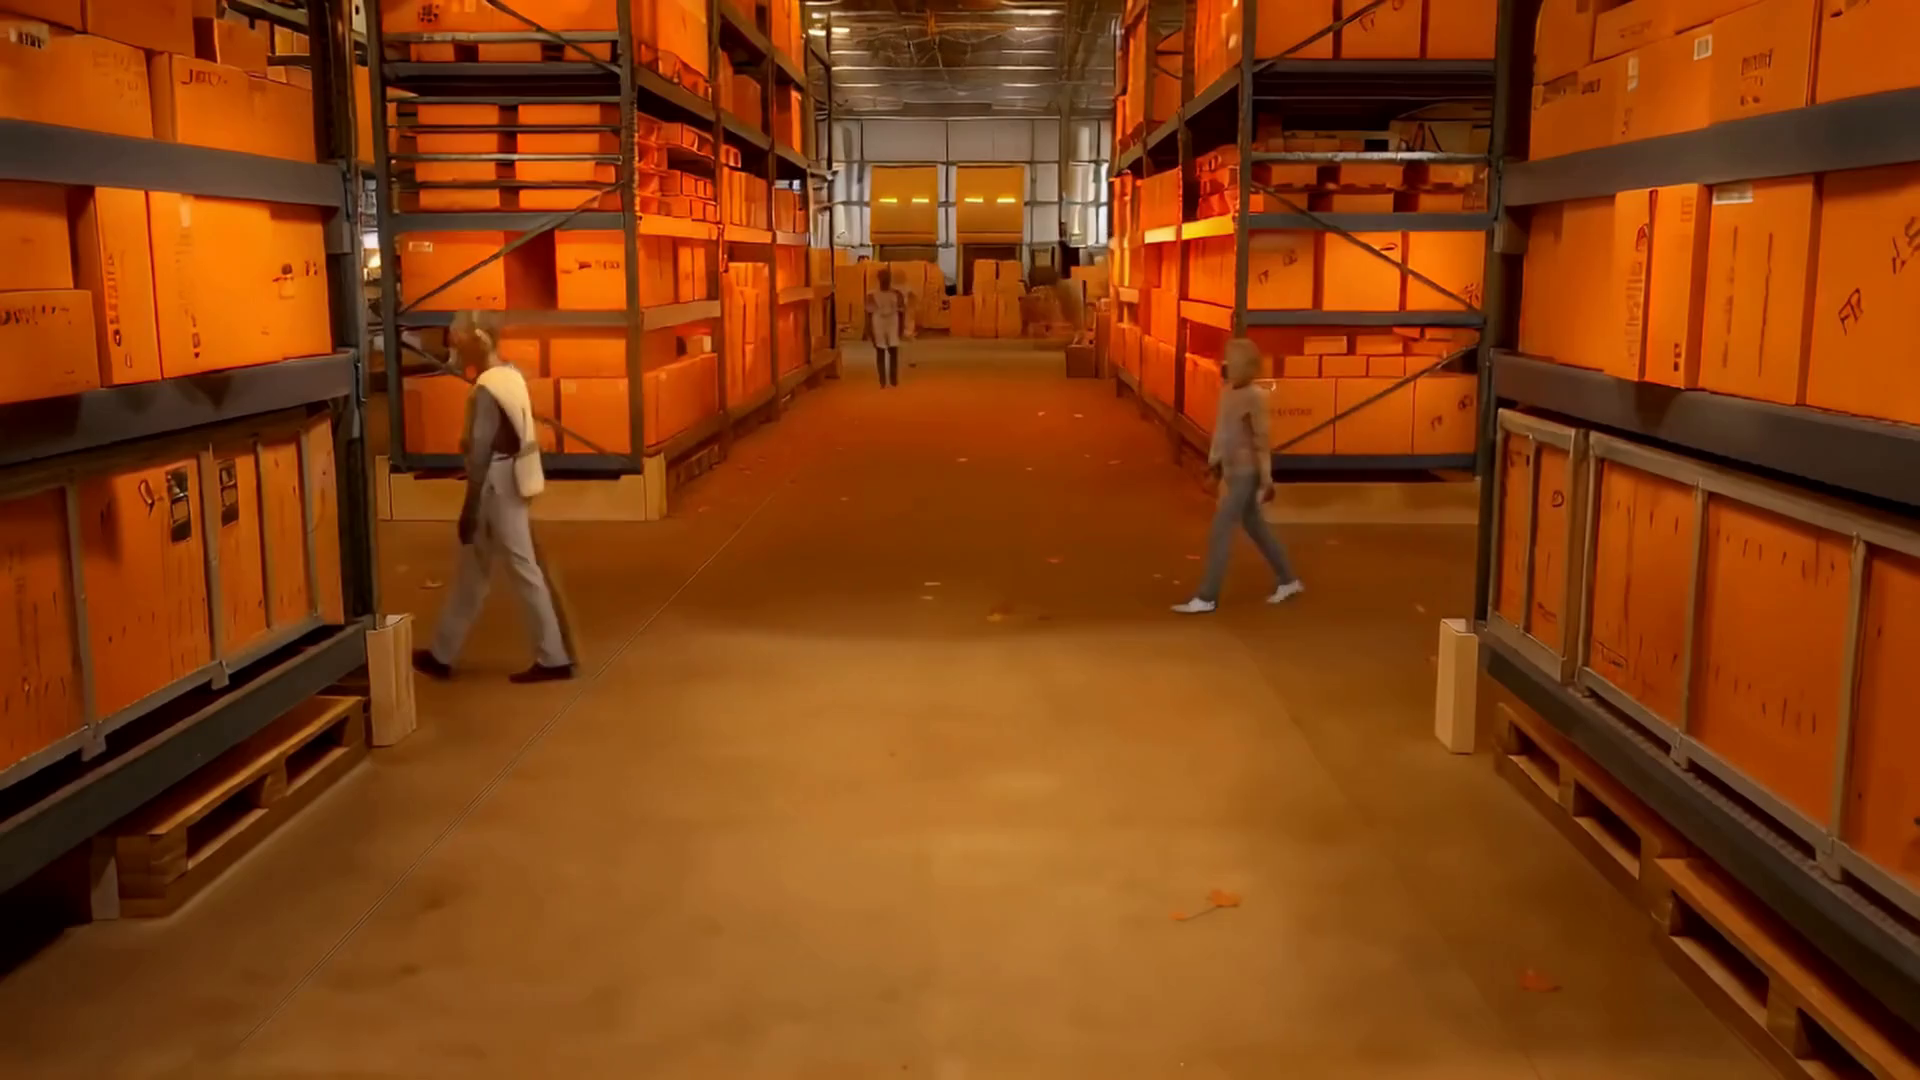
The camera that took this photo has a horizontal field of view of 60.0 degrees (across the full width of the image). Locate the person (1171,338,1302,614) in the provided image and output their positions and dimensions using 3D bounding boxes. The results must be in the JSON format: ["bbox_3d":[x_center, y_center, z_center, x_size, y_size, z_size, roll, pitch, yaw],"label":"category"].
[{"bbox_3d":[1.650,-0.379,9.667,0.846,1.593,0.513,-2,10,-14],"label":"person"}]

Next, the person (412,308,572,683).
[{"bbox_3d":[-2.291,-0.187,7.905,0.894,1.797,0.599,-2,10,-10],"label":"person"}]

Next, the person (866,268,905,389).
[{"bbox_3d":[-1.177,-3.370,26.577,0.635,1.932,0.829,-2,10,-9],"label":"person"}]

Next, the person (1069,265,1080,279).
[{"bbox_3d":[3.982,-8.331,56.280,0.635,1.938,0.361,6,11,31],"label":"person"}]

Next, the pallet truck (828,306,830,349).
[{"bbox_3d":[-3.100,-3.940,29.800,1.885,1.965,0.823,3,10,19],"label":"pallet truck"}]

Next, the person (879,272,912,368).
[{"bbox_3d":[-1.285,-4.224,31.897,0.709,1.873,0.413,-4,10,-23],"label":"person"}]

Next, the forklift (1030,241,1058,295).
[{"bbox_3d":[3.221,-10.070,63.882,1.129,2.768,1.873,0,9,1],"label":"forklift"}]

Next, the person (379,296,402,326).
[{"bbox_3d":[-11.786,-4.576,34.547,0.369,1.687,0.539,4,10,23],"label":"person"}]
